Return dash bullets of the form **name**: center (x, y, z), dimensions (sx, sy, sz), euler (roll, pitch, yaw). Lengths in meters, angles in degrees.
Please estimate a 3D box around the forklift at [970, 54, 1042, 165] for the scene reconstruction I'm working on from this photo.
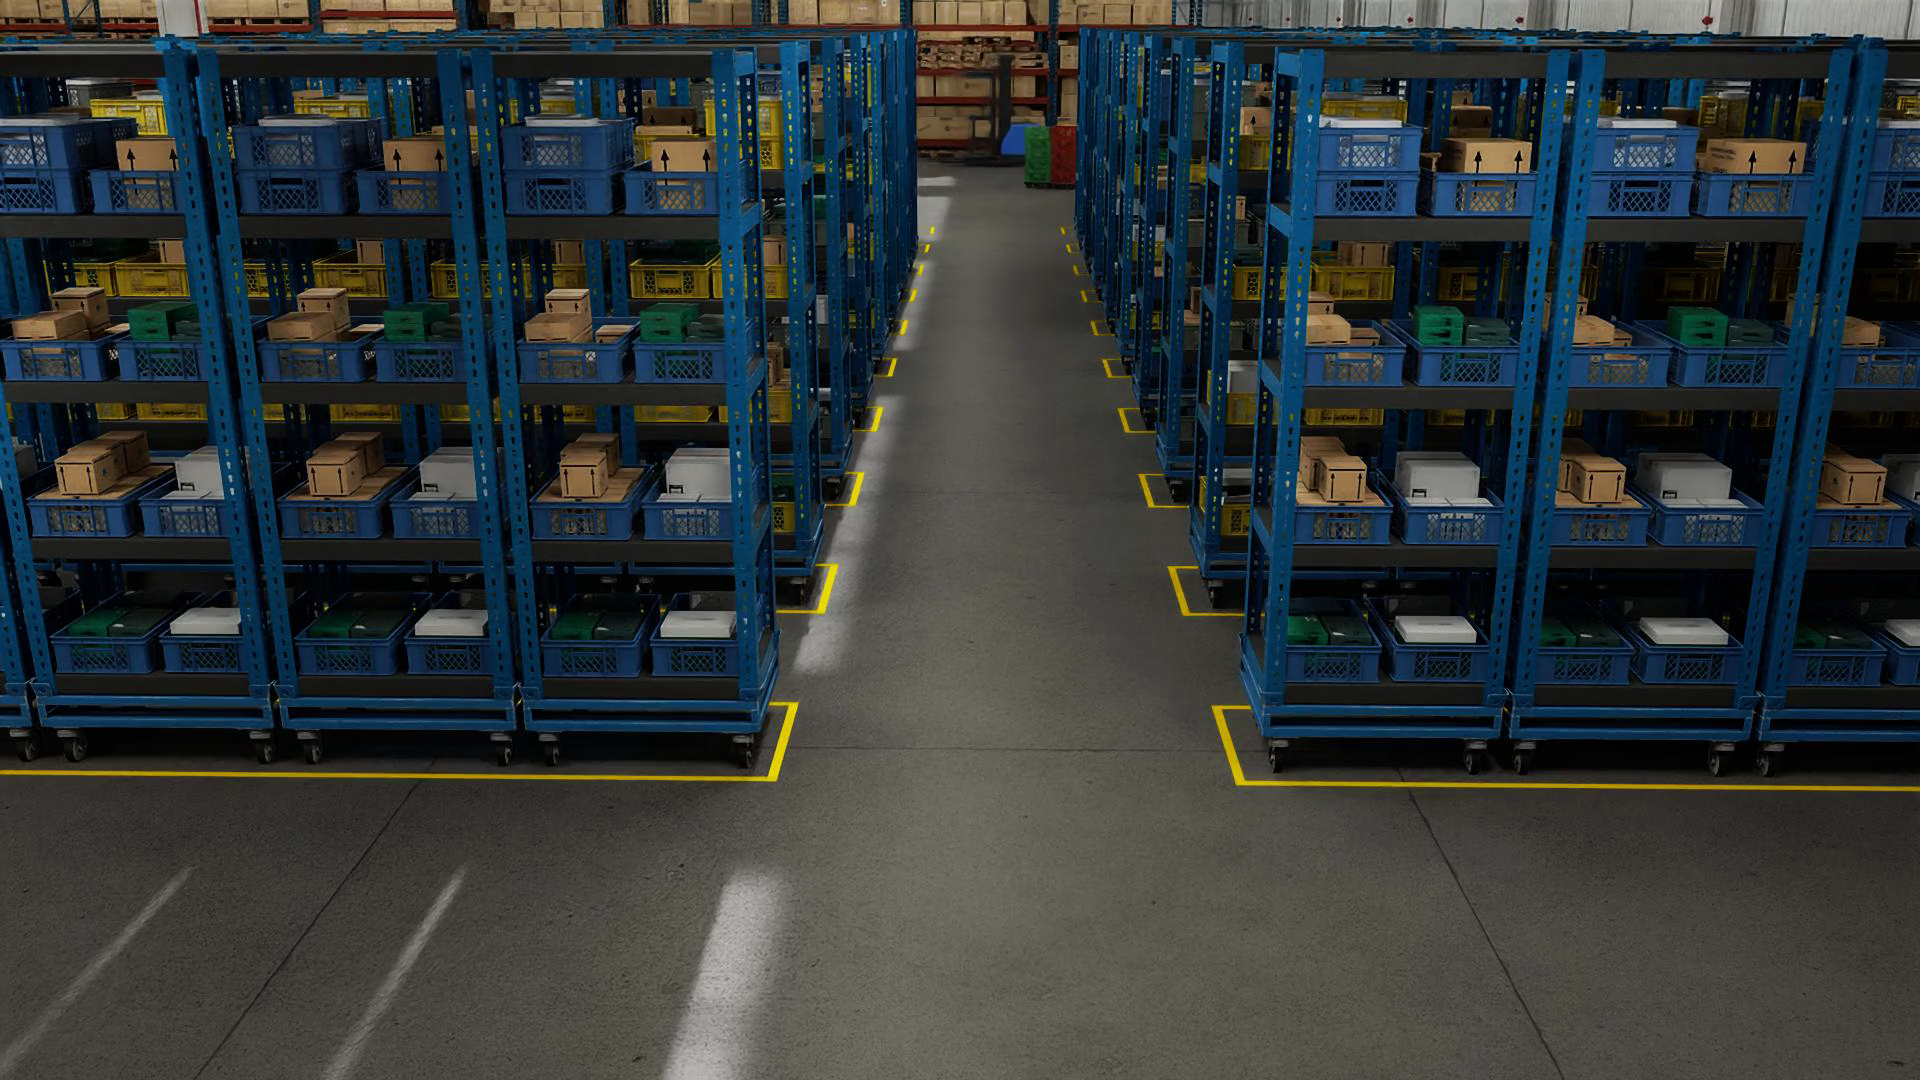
- **forklift**: center (1.207, -11.249, 43.490), dimensions (1.873, 2.768, 1.129), euler (0, 17, 1)
